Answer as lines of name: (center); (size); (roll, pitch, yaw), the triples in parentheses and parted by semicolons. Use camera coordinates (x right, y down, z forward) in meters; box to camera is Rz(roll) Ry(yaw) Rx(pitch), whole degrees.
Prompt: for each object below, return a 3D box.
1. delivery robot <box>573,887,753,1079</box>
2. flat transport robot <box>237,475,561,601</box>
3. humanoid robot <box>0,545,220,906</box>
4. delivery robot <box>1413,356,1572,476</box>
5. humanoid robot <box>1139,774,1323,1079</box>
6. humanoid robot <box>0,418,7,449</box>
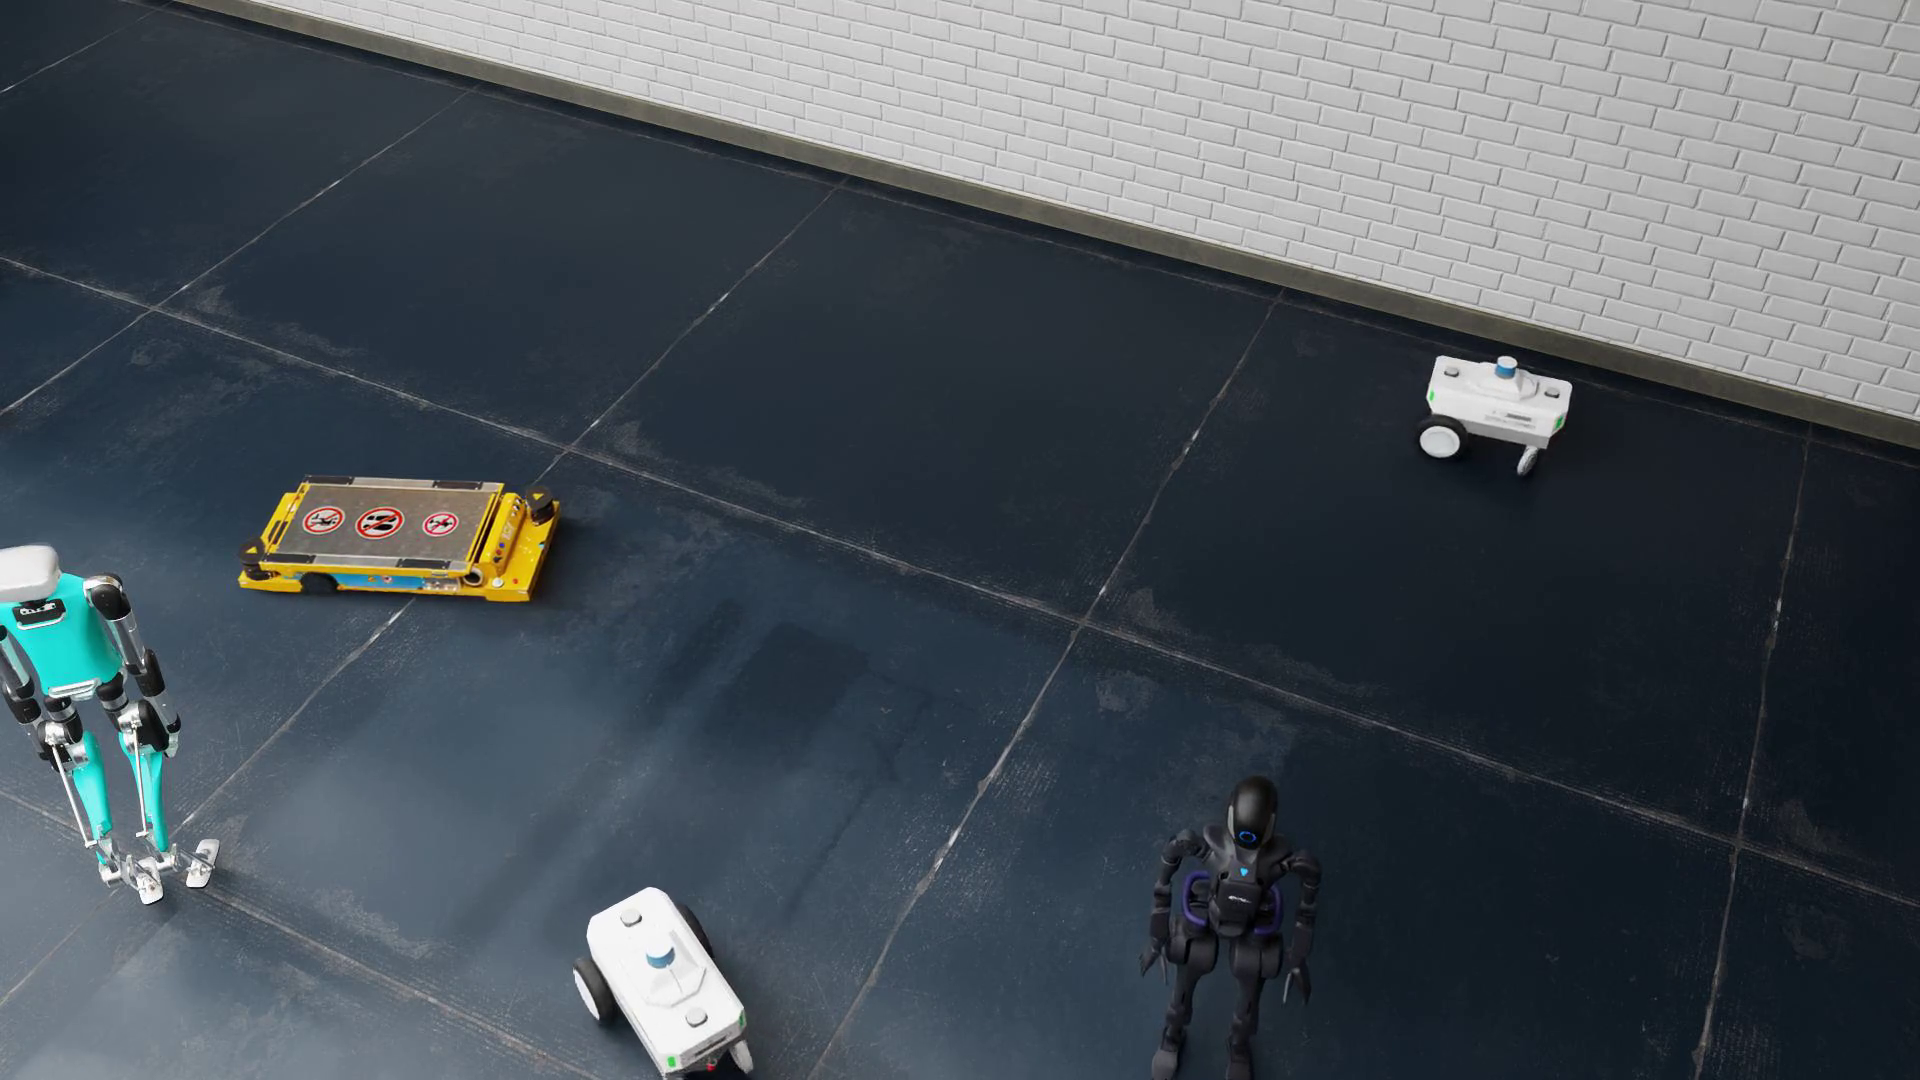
delivery robot: (-1.107, 1.678, 6.245); (0.499, 0.609, 0.805); (-25, 49, -25)
flat transport robot: (-2.774, -0.009, 8.265); (1.431, 0.231, 0.659); (2, 43, 3)
humanoid robot: (-3.201, 0.824, 6.188); (0.533, 1.677, 0.735); (-12, 44, -12)
delivery robot: (2.796, -0.704, 8.818); (0.785, 0.614, 0.508); (14, 45, 15)
humanoid robot: (0.926, 1.384, 5.720); (0.600, 1.653, 0.329); (7, 43, 8)
humanoid robot: (-5.264, -1.186, 8.510); (0.394, 1.653, 0.602); (13, 44, 13)
